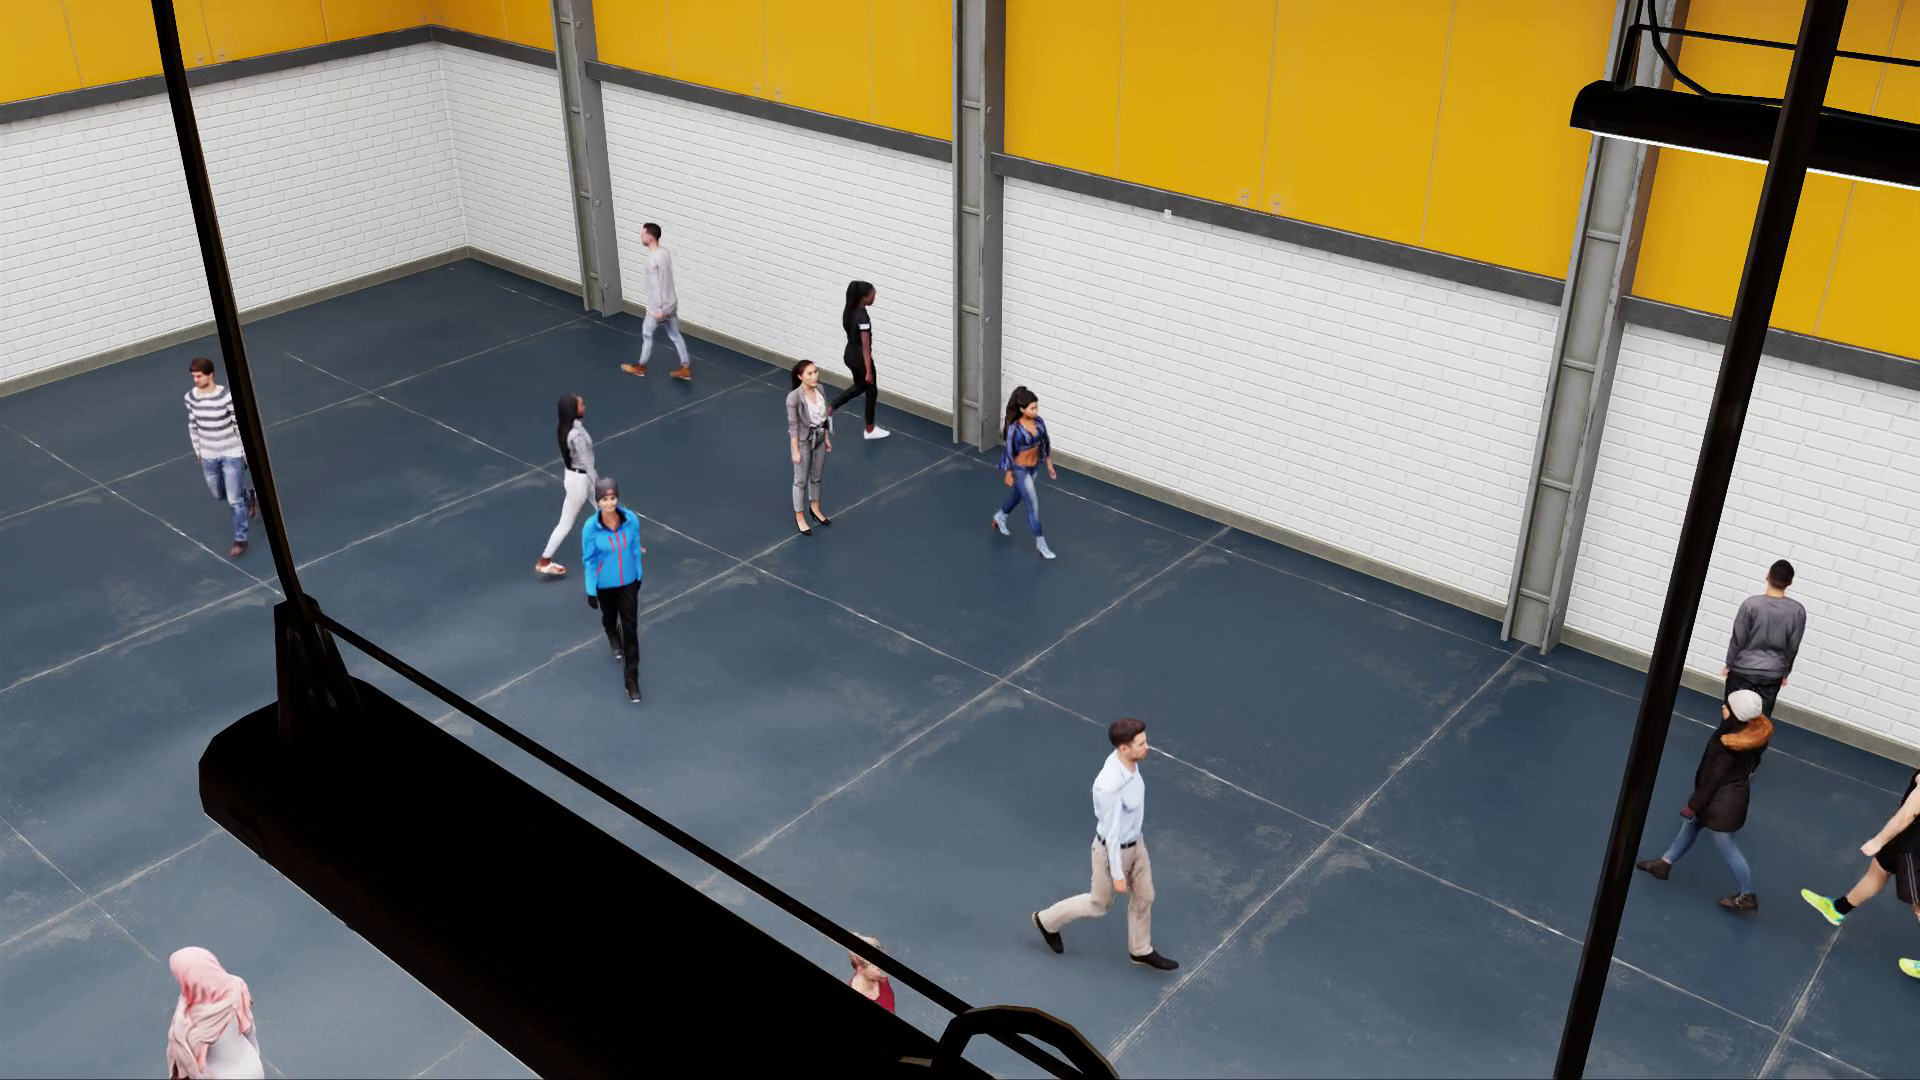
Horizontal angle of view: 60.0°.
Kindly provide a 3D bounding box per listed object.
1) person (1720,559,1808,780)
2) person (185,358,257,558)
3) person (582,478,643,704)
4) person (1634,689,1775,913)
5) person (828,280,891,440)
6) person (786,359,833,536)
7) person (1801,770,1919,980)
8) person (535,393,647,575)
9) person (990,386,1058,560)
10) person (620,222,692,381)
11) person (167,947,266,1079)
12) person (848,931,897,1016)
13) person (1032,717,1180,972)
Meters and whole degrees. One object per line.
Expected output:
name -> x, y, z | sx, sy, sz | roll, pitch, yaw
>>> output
person -> 5.696, 0.927, 11.884 | 0.629, 1.760, 0.758 | 7, 29, 12
person -> -6.609, -0.815, 15.004 | 1.092, 1.830, 1.076 | 2, 29, 4
person -> -2.722, 0.314, 13.013 | 1.029, 1.756, 1.265 | -10, 30, -17
person -> 4.951, 1.703, 10.633 | 1.082, 1.596, 0.706 | 17, 33, 29
person -> -1.101, -1.803, 16.927 | 1.030, 1.724, 1.051 | -9, 30, -16
person -> -1.391, -0.876, 15.275 | 0.570, 1.678, 0.604 | 22, 36, 35
person -> 5.884, 1.885, 10.048 | 0.788, 1.837, 1.237 | -23, 36, -35
person -> -3.393, -0.438, 14.476 | 1.108, 1.675, 1.214 | -9, 30, -16
person -> 0.529, -0.634, 14.933 | 1.049, 1.582, 0.641 | 24, 37, 37
person -> -3.196, -2.584, 18.277 | 1.166, 1.802, 0.995 | 8, 30, 13
person -> -3.711, 2.772, 8.457 | 0.706, 1.804, 0.708 | 10, 30, 18
person -> -0.550, 2.730, 8.676 | 1.078, 1.668, 0.772 | 13, 31, 23
person -> 0.879, 1.866, 10.100 | 1.231, 1.821, 0.851 | 12, 31, 21
